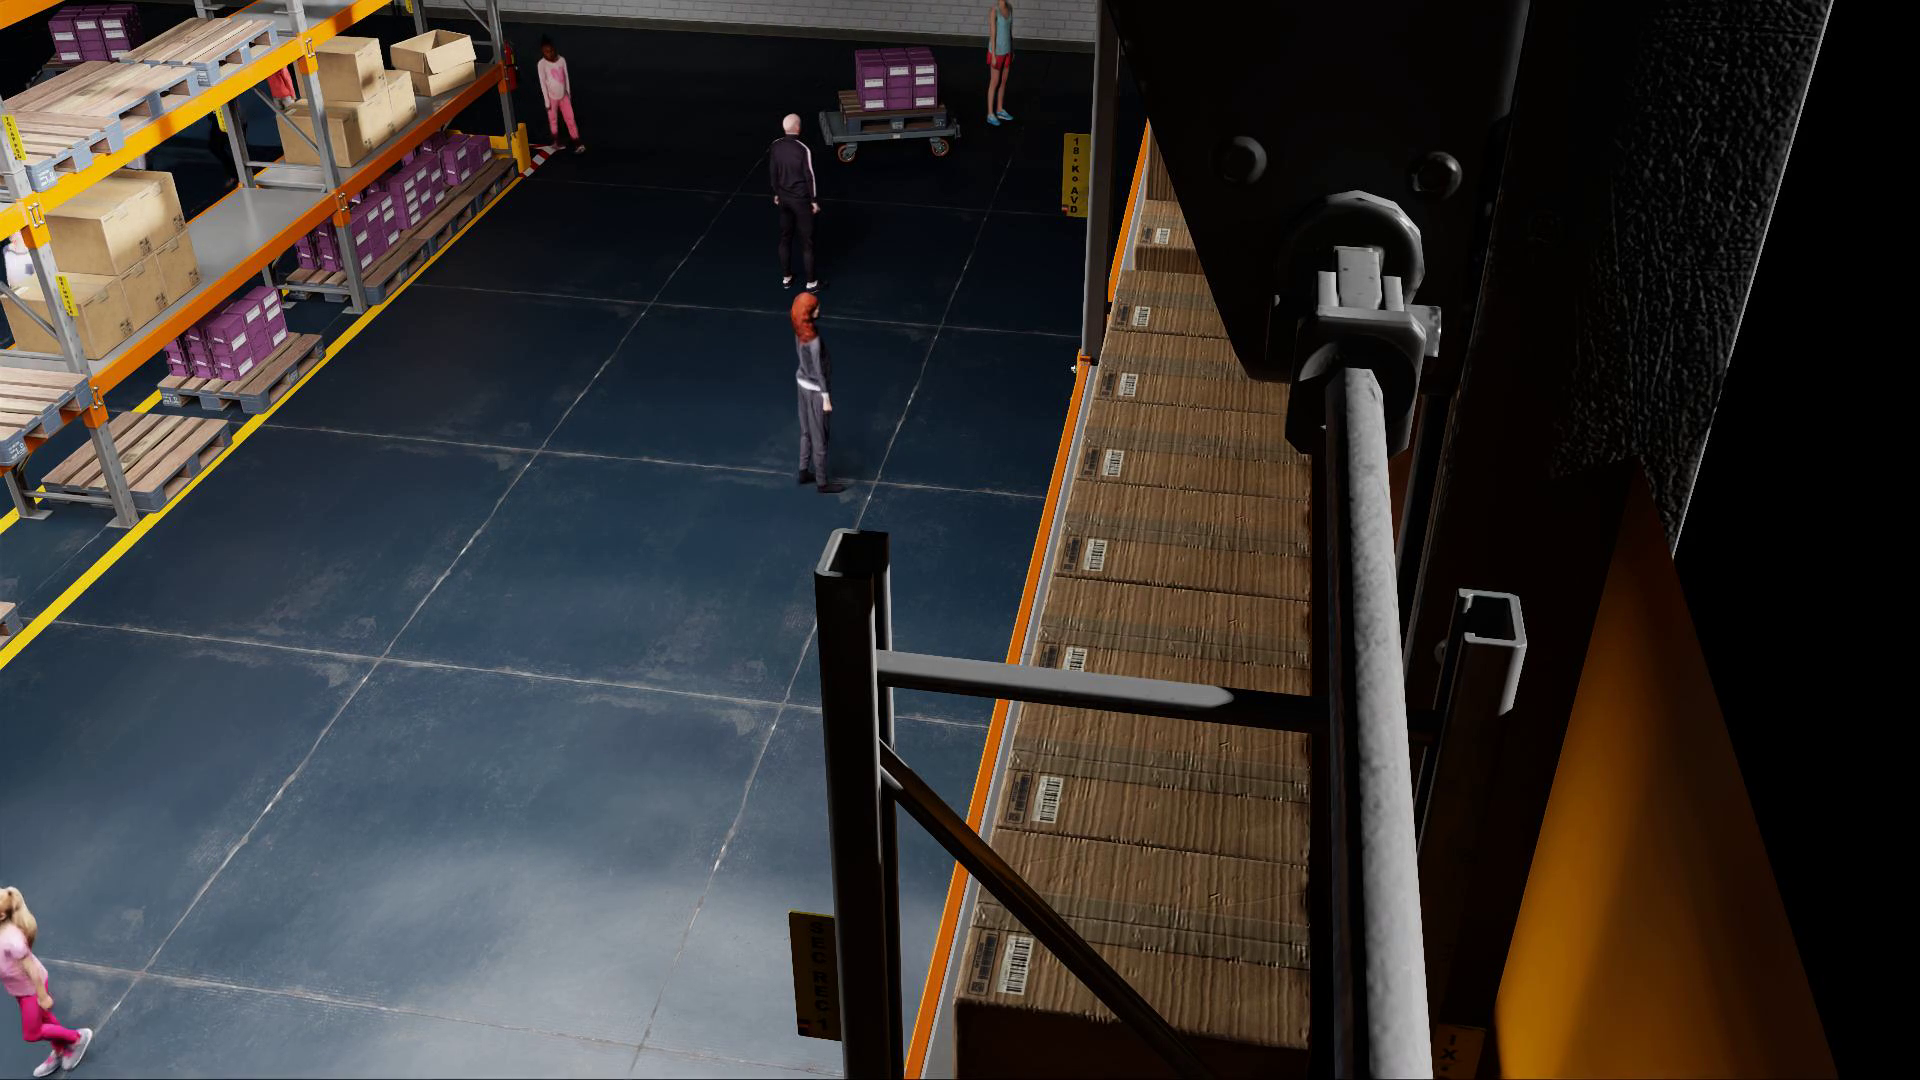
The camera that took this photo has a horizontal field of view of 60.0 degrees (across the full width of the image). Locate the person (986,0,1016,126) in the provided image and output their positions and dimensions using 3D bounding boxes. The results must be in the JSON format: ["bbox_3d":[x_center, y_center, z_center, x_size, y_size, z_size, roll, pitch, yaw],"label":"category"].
[{"bbox_3d":[0.514,-6.143,20.954,0.746,1.764,0.642,24,41,32],"label":"person"}]

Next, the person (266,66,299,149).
[{"bbox_3d":[-8.252,-5.448,20.223,0.562,1.417,0.537,14,36,20],"label":"person"}]

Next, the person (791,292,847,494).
[{"bbox_3d":[-1.199,-1.196,13.498,0.738,1.780,0.656,-15,36,-21],"label":"person"}]

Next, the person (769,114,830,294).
[{"bbox_3d":[-1.659,-3.387,16.744,0.751,1.836,0.710,18,38,25],"label":"person"}]

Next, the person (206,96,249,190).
[{"bbox_3d":[-8.325,-4.803,19.091,0.756,1.596,0.756,18,38,25],"label":"person"}]

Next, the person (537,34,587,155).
[{"bbox_3d":[-4.929,-5.405,20.160,0.946,1.416,1.002,-23,40,-31],"label":"person"}]

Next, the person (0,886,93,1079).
[{"bbox_3d":[-4.841,2.287,8.722,0.608,1.267,0.654,24,41,32],"label":"person"}]
